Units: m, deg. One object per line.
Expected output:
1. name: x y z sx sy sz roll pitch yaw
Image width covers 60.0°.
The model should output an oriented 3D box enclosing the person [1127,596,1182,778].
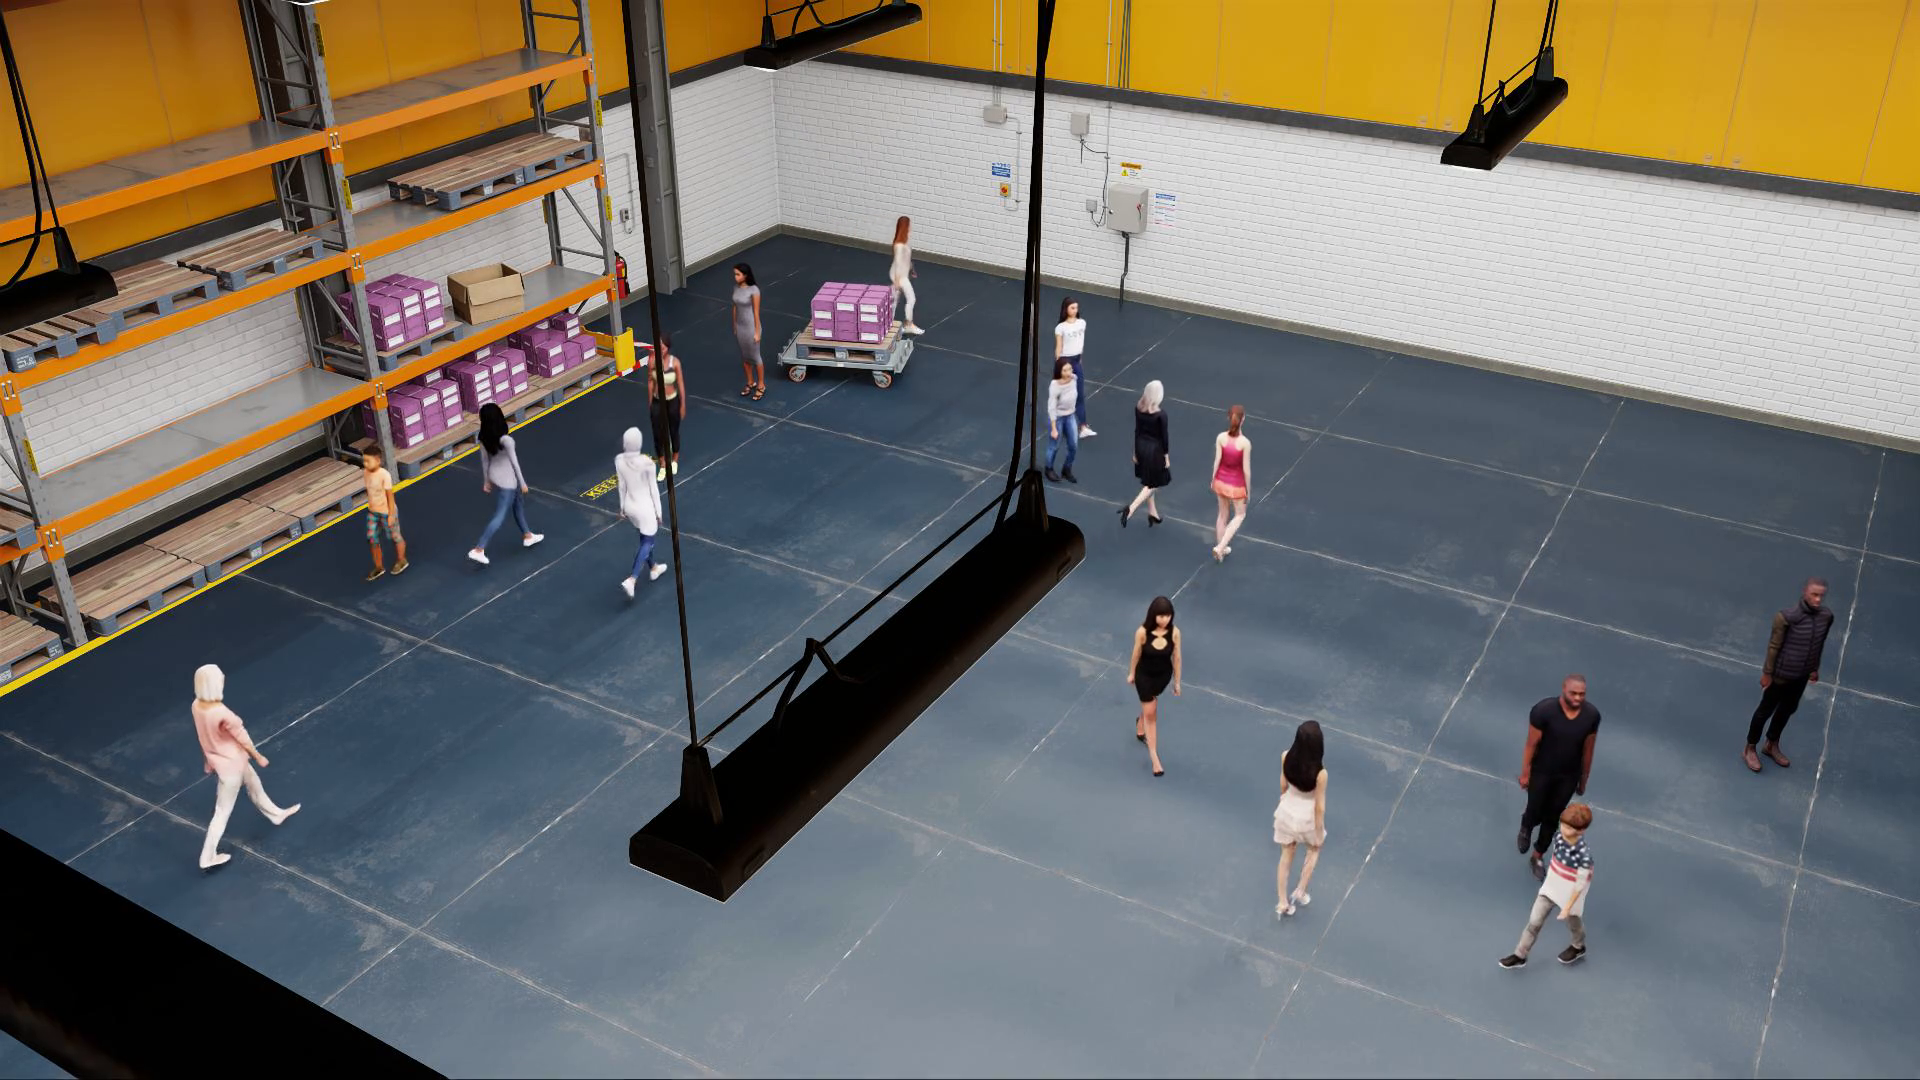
1. person: 1.630 1.143 14.190 1.007 1.597 1.140 -4 29 -7

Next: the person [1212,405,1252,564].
1. person: 2.757 -0.526 17.108 0.635 1.731 0.803 17 33 28

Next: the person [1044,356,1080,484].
1. person: 1.099 -1.361 18.781 0.807 1.596 0.716 25 37 38

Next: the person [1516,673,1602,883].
1. person: 4.564 1.756 12.840 0.823 1.812 0.881 3 29 5

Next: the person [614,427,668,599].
1. person: -3.226 -0.257 16.594 0.696 1.752 1.089 12 31 20

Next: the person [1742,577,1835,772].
1. person: 6.991 1.104 14.011 0.764 1.836 0.811 -7 29 -12

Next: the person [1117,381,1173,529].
1. person: 1.975 -0.841 17.695 1.021 1.723 0.760 -25 37 -38

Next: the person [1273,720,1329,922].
1. person: 2.447 2.113 12.276 0.674 1.725 0.665 -25 37 -38

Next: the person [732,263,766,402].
1. person: -2.653 -2.635 20.926 0.596 1.778 0.534 19 34 31

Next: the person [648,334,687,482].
1. person: -3.338 -1.570 19.015 0.766 1.738 0.844 1 29 2

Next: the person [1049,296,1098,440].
1. person: 1.237 -2.088 19.978 1.140 1.726 1.027 -17 33 -28

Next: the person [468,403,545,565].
1. person: -4.796 -0.542 17.180 0.768 1.690 1.206 23 36 36

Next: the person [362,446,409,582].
1. person: -5.866 -0.327 17.043 0.610 1.446 0.753 10 30 18

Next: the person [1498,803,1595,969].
1. person: 4.385 2.494 11.913 1.010 1.405 0.838 -14 32 -24

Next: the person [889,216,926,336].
1. person: -0.911 -3.610 22.807 0.895 1.688 0.848 -4 29 -8

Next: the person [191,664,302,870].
1. person: -5.754 1.790 12.922 0.694 1.673 1.184 19 34 31
